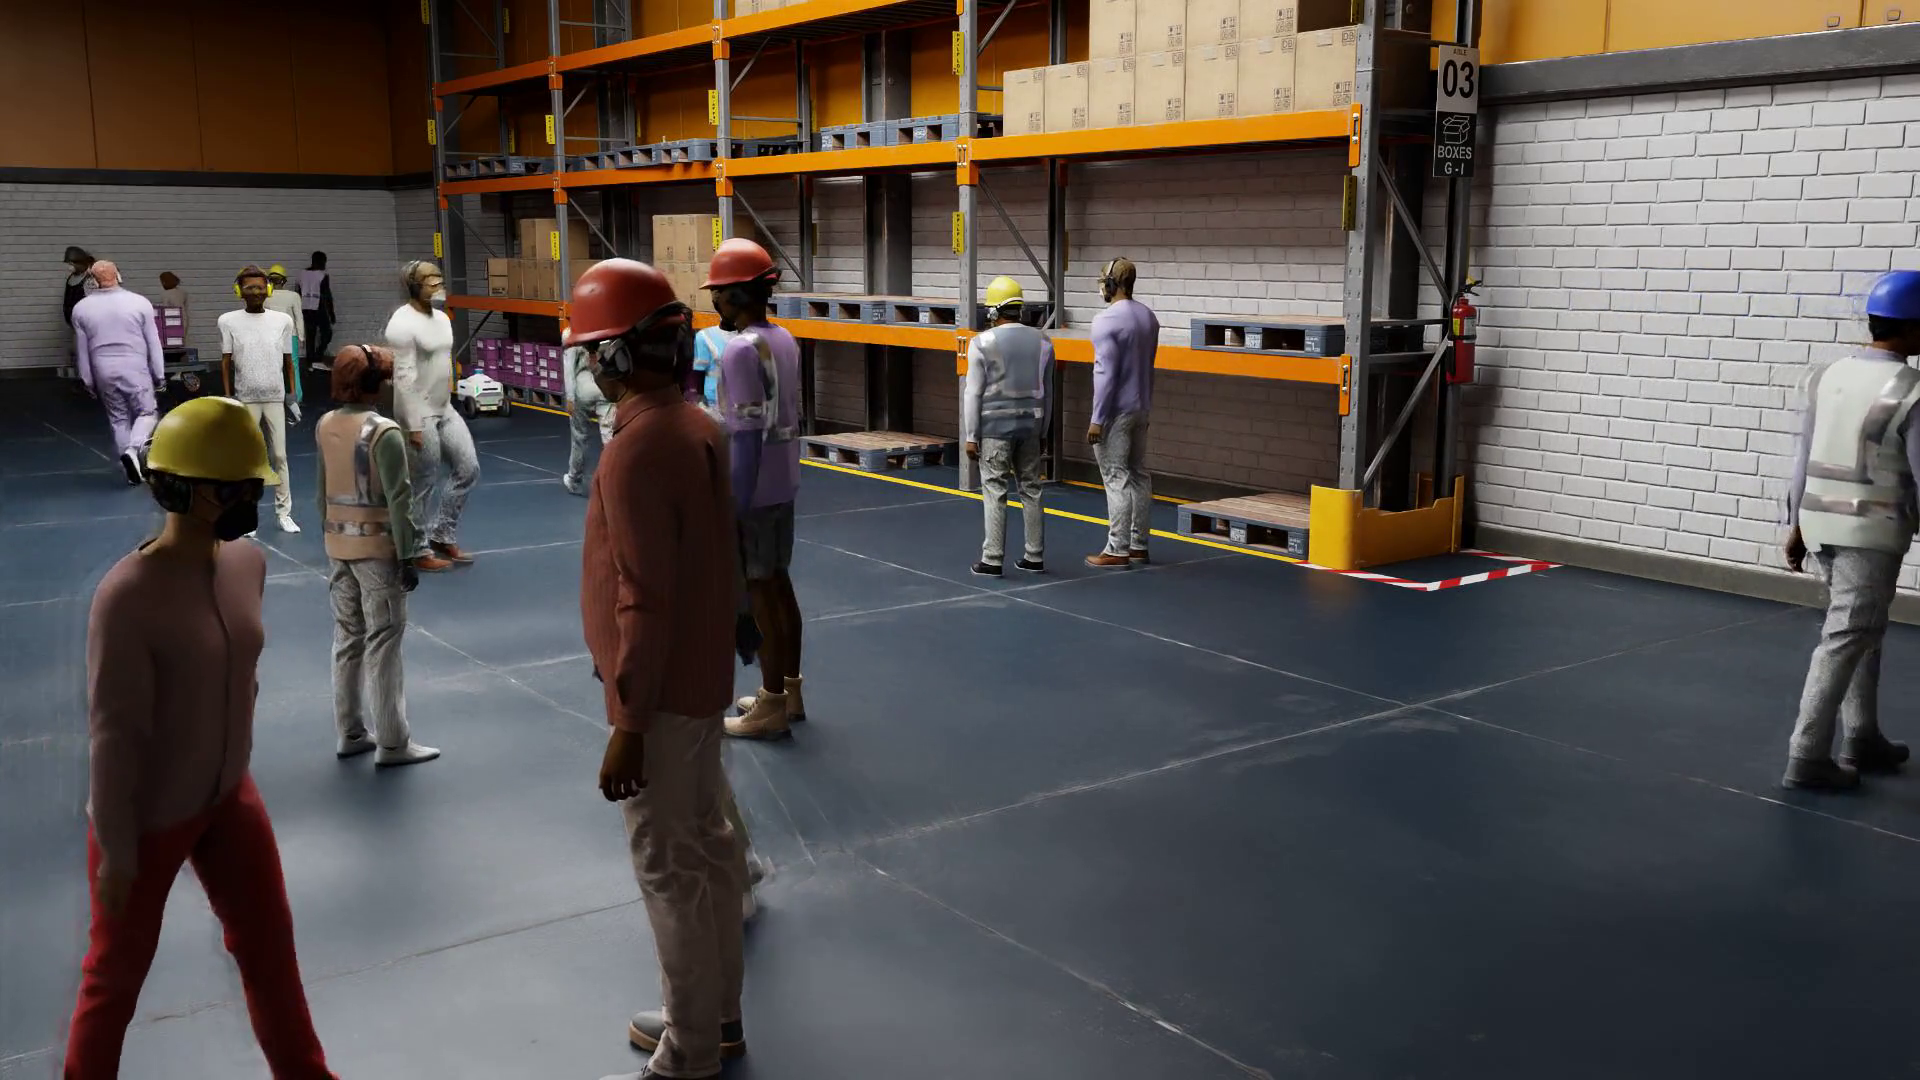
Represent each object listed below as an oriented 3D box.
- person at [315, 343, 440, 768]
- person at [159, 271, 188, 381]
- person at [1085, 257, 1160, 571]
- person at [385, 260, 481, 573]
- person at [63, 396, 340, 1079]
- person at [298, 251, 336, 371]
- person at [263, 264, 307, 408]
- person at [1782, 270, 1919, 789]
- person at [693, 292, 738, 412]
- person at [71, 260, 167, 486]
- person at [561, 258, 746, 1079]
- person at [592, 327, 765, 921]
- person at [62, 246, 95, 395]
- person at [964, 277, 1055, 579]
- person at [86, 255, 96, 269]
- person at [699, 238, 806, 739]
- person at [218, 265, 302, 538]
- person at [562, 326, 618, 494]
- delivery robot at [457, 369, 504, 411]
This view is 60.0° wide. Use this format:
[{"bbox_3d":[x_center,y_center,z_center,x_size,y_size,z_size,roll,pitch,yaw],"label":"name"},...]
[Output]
[{"bbox_3d":[-2.293,0.063,6.464,0.523,1.638,0.310,7,13,36],"label":"person"},{"bbox_3d":[-11.563,-3.146,24.491,0.341,1.606,0.532,3,11,17],"label":"person"},{"bbox_3d":[1.001,-0.779,10.339,0.352,1.937,0.635,8,13,36],"label":"person"},{"bbox_3d":[-3.210,-0.742,10.178,0.524,1.917,0.650,2,10,12],"label":"person"},{"bbox_3d":[-1.599,0.560,3.483,0.760,1.713,0.548,2,10,14],"label":"person"},{"bbox_3d":[-10.232,-3.601,26.342,0.651,1.877,0.421,4,11,23],"label":"person"},{"bbox_3d":[-8.313,-2.486,20.388,0.533,1.765,0.329,-3,10,-14],"label":"person"},{"bbox_3d":[3.431,-0.024,6.158,0.801,1.912,0.640,-2,10,-11],"label":"person"},{"bbox_3d":[-1.731,-1.038,12.463,0.538,1.695,0.320,-5,11,-26],"label":"person"},{"bbox_3d":[-6.938,-1.360,13.744,0.676,1.883,0.571,-2,10,-10],"label":"person"},{"bbox_3d":[-0.713,0.350,3.879,0.401,1.984,0.619,1,10,6],"label":"person"},{"bbox_3d":[-0.819,0.246,4.895,0.493,1.839,0.525,3,10,15],"label":"person"},{"bbox_3d":[-11.739,-3.018,22.595,0.725,2.000,0.937,6,12,30],"label":"person"},{"bbox_3d":[0.289,-0.677,10.104,0.592,1.825,0.404,-5,11,-28],"label":"person"},{"bbox_3d":[-12.785,-3.266,24.541,0.429,1.844,0.628,8,13,37],"label":"person"},{"bbox_3d":[-0.857,-0.201,6.816,0.395,2.038,0.615,2,10,11],"label":"person"},{"bbox_3d":[-4.847,-0.958,11.535,0.513,1.872,0.328,-6,12,-32],"label":"person"},{"bbox_3d":[-2.911,-1.160,13.132,0.503,1.690,0.916,-6,12,-32],"label":"person"},{"bbox_3d":[-5.601,-1.753,19.409,0.477,0.478,0.707,-7,12,-34],"label":"delivery robot"}]
